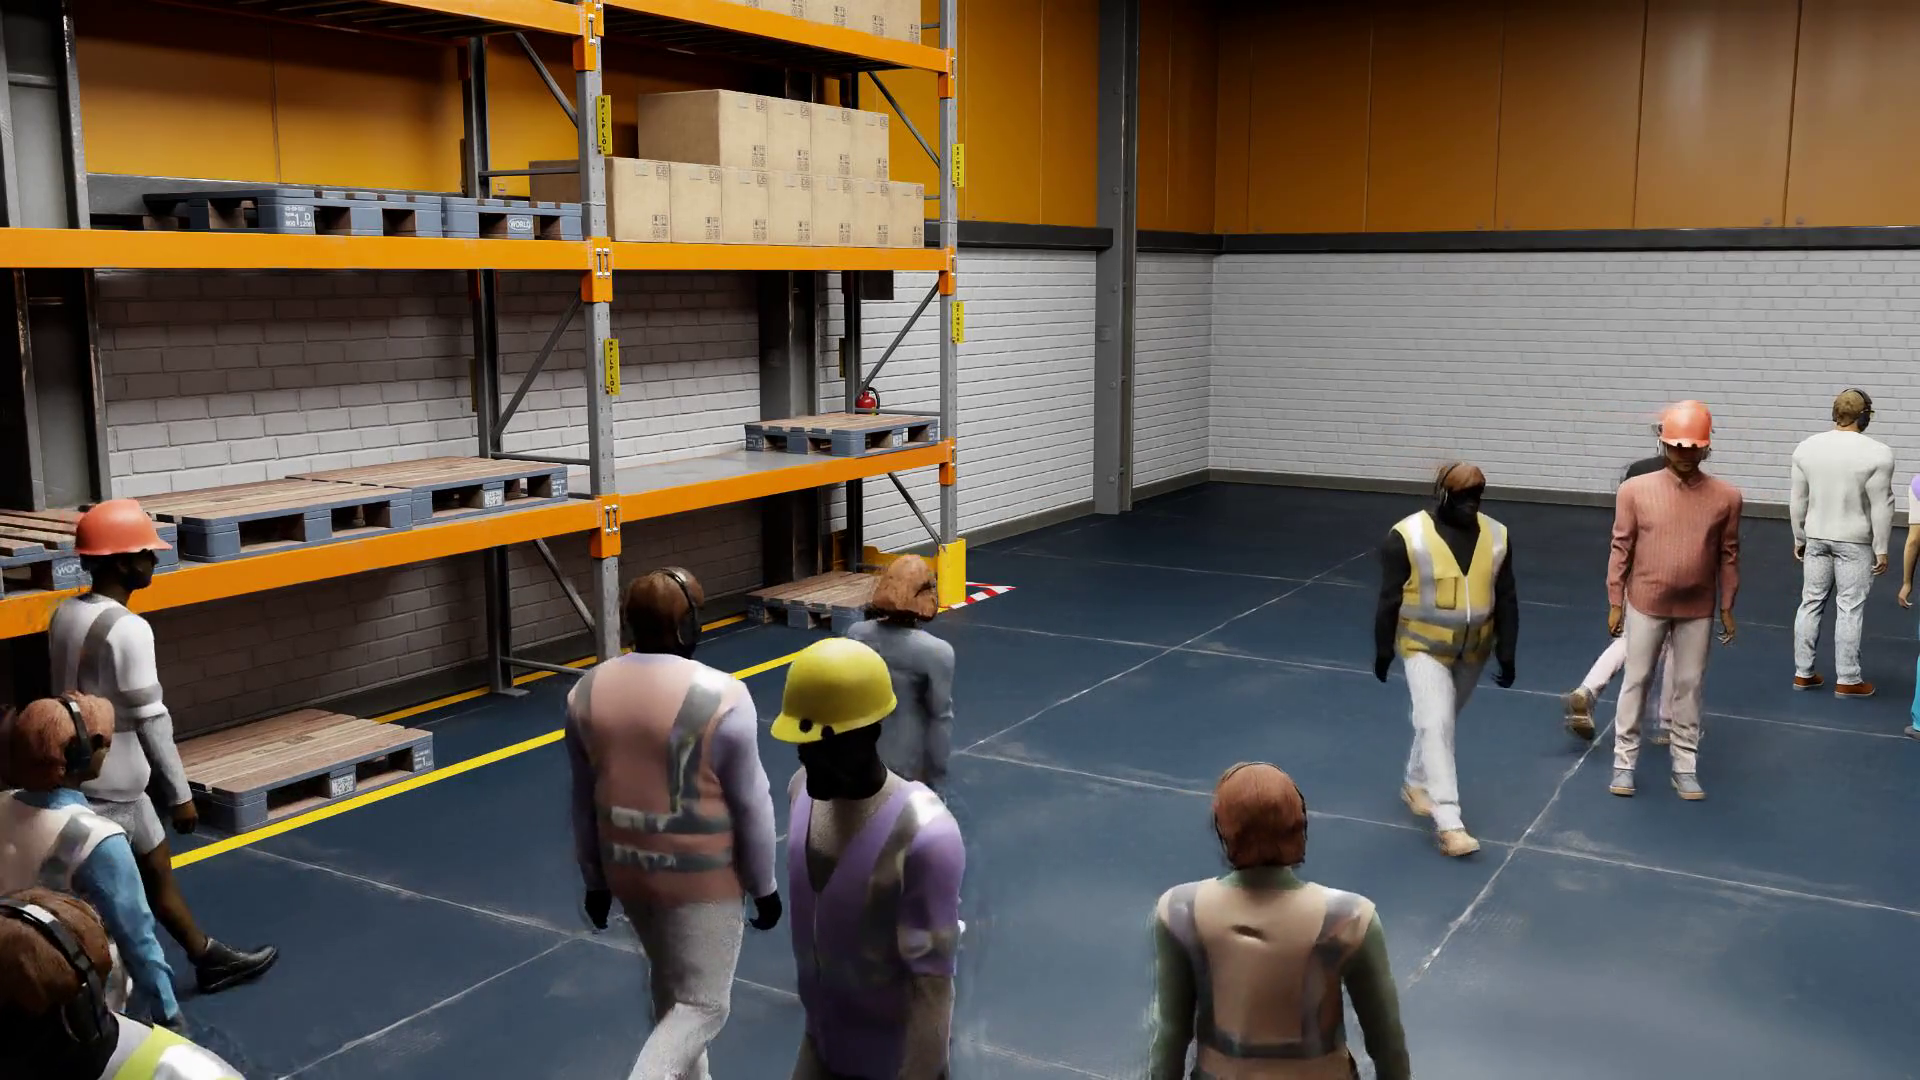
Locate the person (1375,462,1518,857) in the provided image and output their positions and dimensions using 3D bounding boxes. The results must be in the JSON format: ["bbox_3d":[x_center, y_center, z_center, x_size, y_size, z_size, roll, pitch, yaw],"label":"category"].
[{"bbox_3d":[2.301,0.517,7.820,0.630,1.783,0.980,-2,9,-11],"label":"person"}]

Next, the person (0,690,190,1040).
[{"bbox_3d":[-2.165,1.169,4.253,0.547,1.600,0.786,6,11,33],"label":"person"}]

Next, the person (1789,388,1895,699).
[{"bbox_3d":[5.509,0.021,10.411,0.369,1.939,0.631,-6,11,-34],"label":"person"}]

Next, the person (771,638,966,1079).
[{"bbox_3d":[-0.219,1.123,3.770,1.020,1.859,0.592,-8,12,-43],"label":"person"}]

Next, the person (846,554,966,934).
[{"bbox_3d":[-0.257,0.848,6.296,0.510,1.603,0.774,5,10,28],"label":"person"}]

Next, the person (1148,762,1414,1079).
[{"bbox_3d":[0.674,1.287,3.599,0.573,1.590,0.826,4,10,25],"label":"person"}]

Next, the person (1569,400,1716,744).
[{"bbox_3d":[3.822,0.201,9.217,0.823,1.967,0.619,-4,10,-25],"label":"person"}]

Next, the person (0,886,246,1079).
[{"bbox_3d":[-1.310,1.363,2.531,0.630,1.786,0.995,1,9,7],"label":"person"}]

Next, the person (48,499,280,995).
[{"bbox_3d":[-2.904,0.800,5.745,0.566,1.880,1.008,9,13,43],"label":"person"}]

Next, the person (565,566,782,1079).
[{"bbox_3d":[-0.866,0.984,4.798,0.625,1.815,0.822,5,11,30],"label":"person"}]

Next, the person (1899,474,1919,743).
[{"bbox_3d":[5.575,0.247,9.286,0.567,1.844,0.377,4,10,21],"label":"person"}]

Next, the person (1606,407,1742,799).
[{"bbox_3d":[3.582,0.321,8.365,0.622,1.990,0.402,2,9,12],"label":"person"}]
